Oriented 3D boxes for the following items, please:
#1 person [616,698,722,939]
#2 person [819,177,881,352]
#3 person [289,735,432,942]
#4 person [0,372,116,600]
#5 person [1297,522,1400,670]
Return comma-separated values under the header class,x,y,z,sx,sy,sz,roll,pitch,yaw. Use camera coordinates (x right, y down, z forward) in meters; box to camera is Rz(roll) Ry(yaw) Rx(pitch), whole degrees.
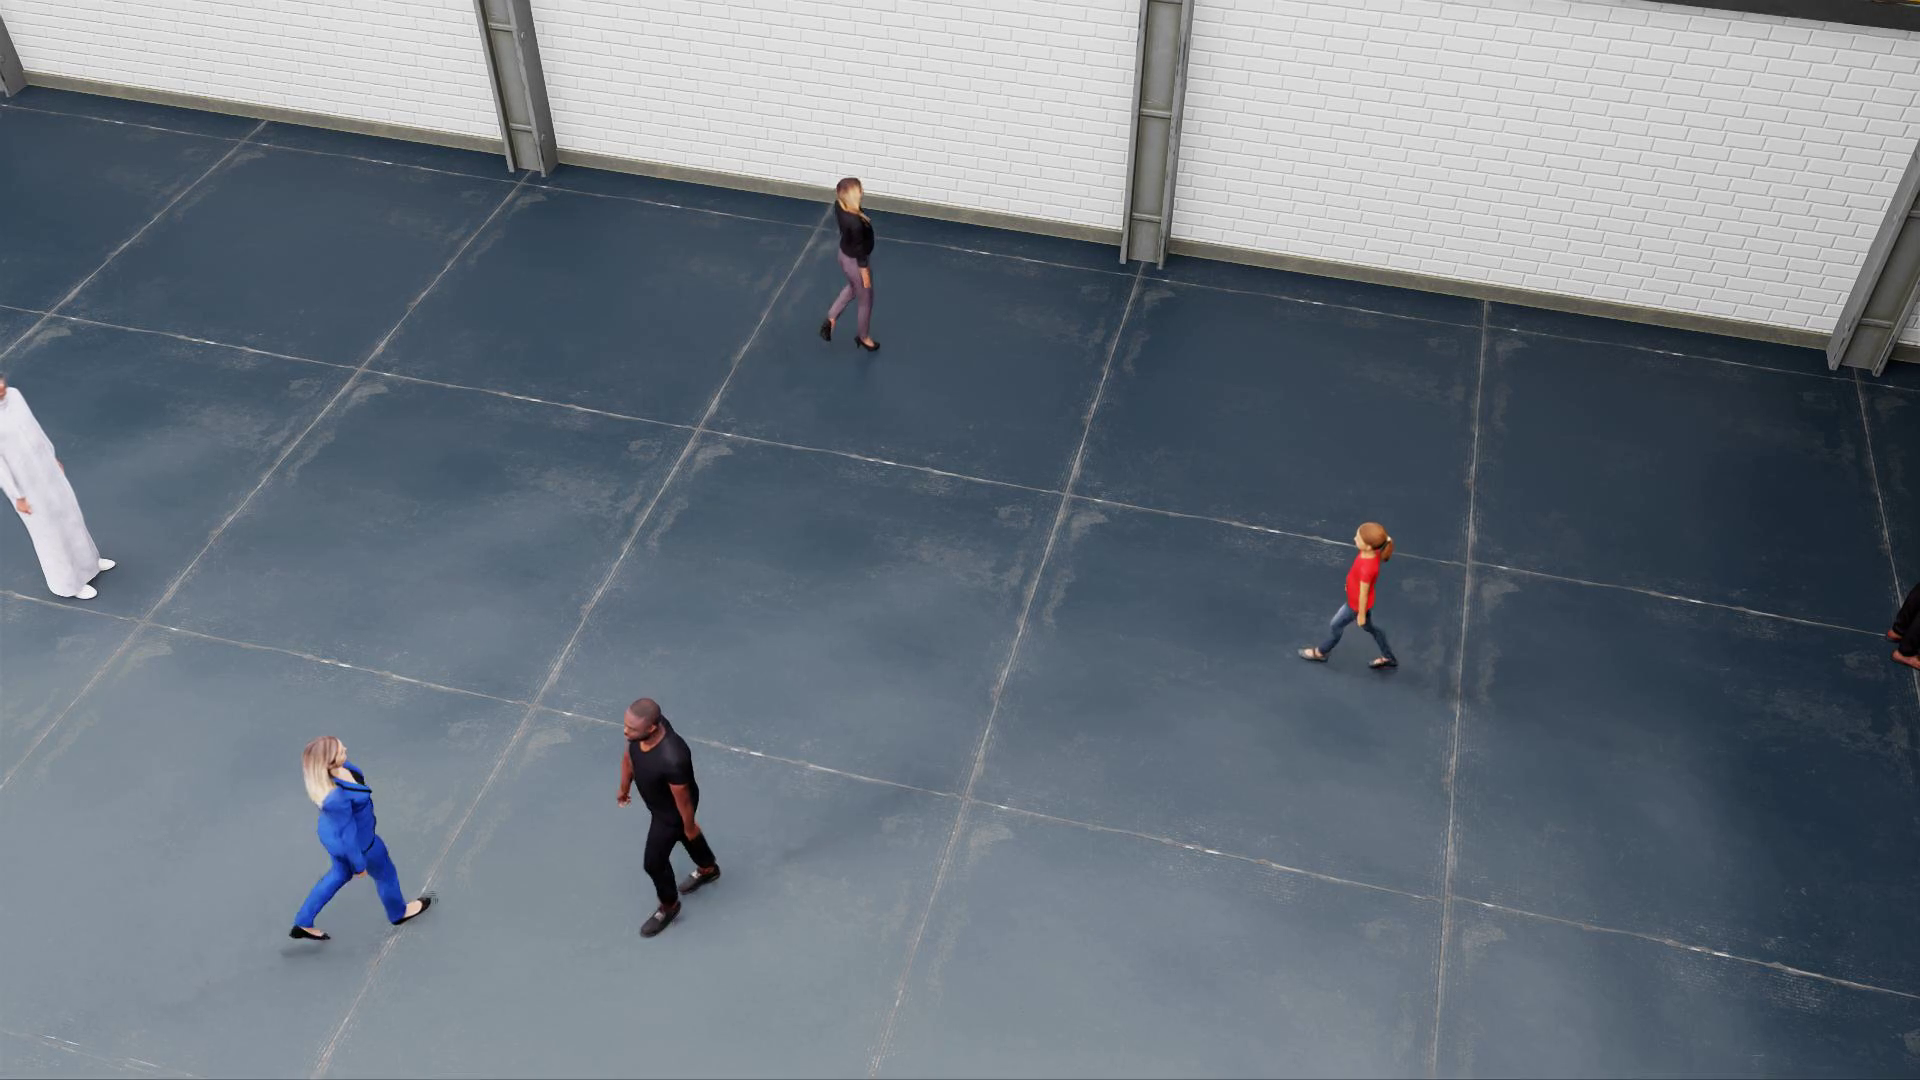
class,x,y,z,sx,sy,sz,roll,pitch,yaw
person,-1.588,1.457,9.492,0.999,1.798,0.945,-23,48,-22
person,-0.924,-2.184,13.414,0.893,1.659,0.828,-19,47,-19
person,-3.498,1.714,9.312,1.051,1.674,1.039,-23,48,-22
person,-6.345,-0.427,11.377,0.687,1.926,0.739,3,44,3
person,2.709,0.407,10.963,0.899,1.291,0.521,14,45,14
